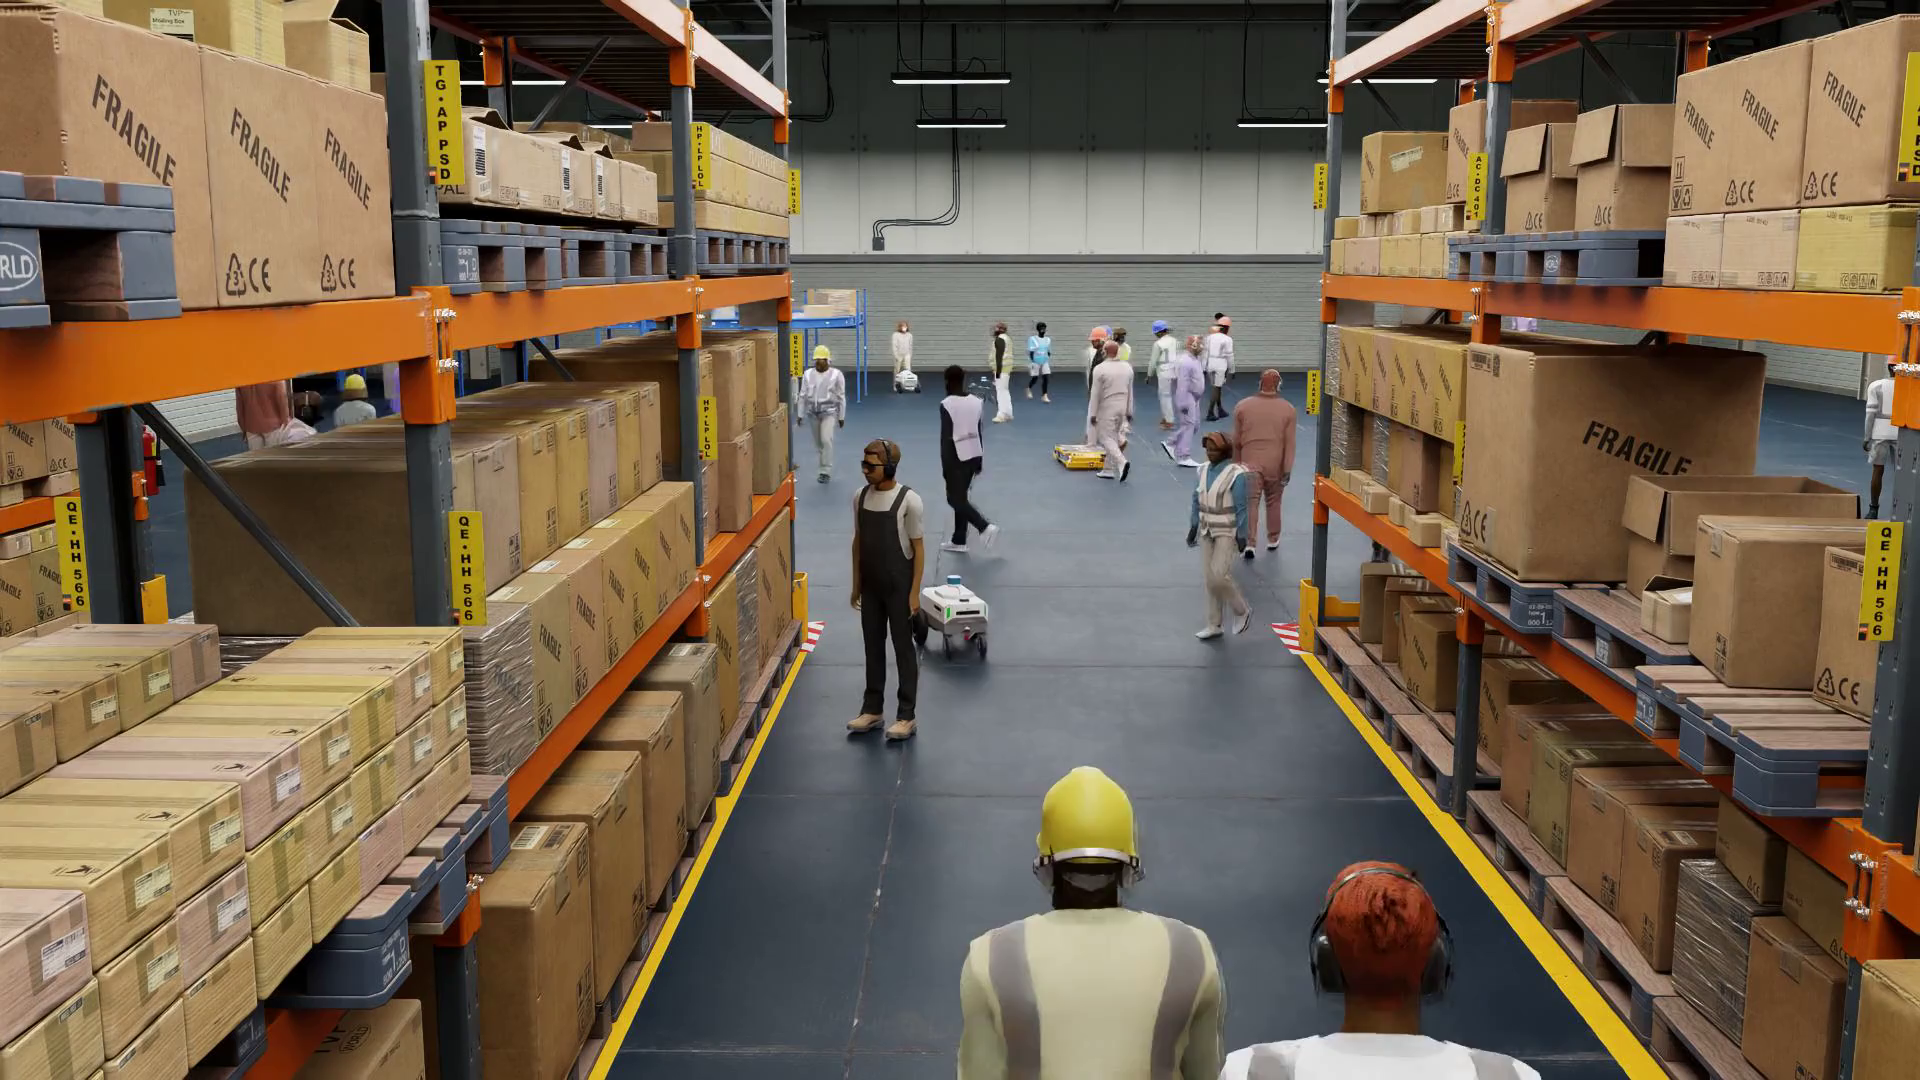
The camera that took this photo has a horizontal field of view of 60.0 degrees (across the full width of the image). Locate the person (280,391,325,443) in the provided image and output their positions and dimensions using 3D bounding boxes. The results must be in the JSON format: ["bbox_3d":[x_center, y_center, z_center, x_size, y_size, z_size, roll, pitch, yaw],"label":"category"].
[{"bbox_3d":[-5.439,-0.352,14.110,0.723,1.817,0.641,-2,10,-13],"label":"person"}]

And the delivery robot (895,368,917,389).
[{"bbox_3d":[-1.214,-3.624,37.344,0.477,0.478,0.707,-3,10,-19],"label":"delivery robot"}]

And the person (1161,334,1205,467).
[{"bbox_3d":[3.216,-2.003,23.814,0.569,1.883,0.671,4,10,21],"label":"person"}]

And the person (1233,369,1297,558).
[{"bbox_3d":[3.021,-0.770,16.556,0.632,1.854,1.030,2,10,14],"label":"person"}]

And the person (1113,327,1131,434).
[{"bbox_3d":[2.616,-2.736,28.437,0.632,1.819,0.822,-4,10,-24],"label":"person"}]

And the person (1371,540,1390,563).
[{"bbox_3d":[3.928,-0.655,15.743,0.532,1.874,1.021,4,10,21],"label":"person"}]

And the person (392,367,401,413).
[{"bbox_3d":[-7.311,-1.690,22.236,0.591,1.788,0.980,5,11,30],"label":"person"}]

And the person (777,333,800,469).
[{"bbox_3d":[-2.605,-1.994,23.698,0.891,1.914,0.637,9,13,43],"label":"person"}]

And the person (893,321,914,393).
[{"bbox_3d":[-1.296,-4.110,37.313,0.504,1.595,0.843,-4,10,-22],"label":"person"}]

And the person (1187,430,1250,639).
[{"bbox_3d":[1.986,-0.037,12.806,0.369,1.624,0.512,-6,11,-30],"label":"person"}]

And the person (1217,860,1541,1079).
[{"bbox_3d":[0.719,1.491,2.925,0.598,1.869,0.442,1,10,6],"label":"person"}]

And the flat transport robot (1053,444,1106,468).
[{"bbox_3d":[1.781,-1.227,24.110,0.652,0.197,1.431,-1,9,-5],"label":"flat transport robot"}]

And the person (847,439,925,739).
[{"bbox_3d":[-0.453,0.294,10.179,0.507,1.842,0.339,6,11,33],"label":"person"}]

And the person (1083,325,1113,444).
[{"bbox_3d":[2.311,-2.494,26.795,0.926,1.917,0.629,-7,12,-35],"label":"person"}]

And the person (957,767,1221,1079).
[{"bbox_3d":[0.283,1.386,3.804,0.617,1.781,0.925,-1,10,-5],"label":"person"}]

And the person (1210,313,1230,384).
[{"bbox_3d":[6.225,-4.603,39.956,0.532,1.693,0.319,-3,10,-19],"label":"person"}]

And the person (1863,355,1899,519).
[{"bbox_3d":[10.459,-1.173,18.683,0.552,1.935,0.373,4,10,24],"label":"person"}]

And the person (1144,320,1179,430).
[{"bbox_3d":[3.514,-2.873,28.984,0.597,1.900,0.643,7,12,36],"label":"person"}]

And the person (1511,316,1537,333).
[{"bbox_3d":[13.708,-4.850,40.392,0.615,2.041,0.392,7,12,37],"label":"person"}]

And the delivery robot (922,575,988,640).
[{"bbox_3d":[-0.044,0.512,12.557,0.477,0.478,0.707,-3,10,-17],"label":"delivery robot"}]

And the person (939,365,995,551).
[{"bbox_3d":[0.075,-0.805,16.627,0.681,1.897,0.627,7,12,37],"label":"person"}]

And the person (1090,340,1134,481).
[{"bbox_3d":[2.052,-1.721,22.168,0.655,1.882,0.833,-6,11,-33],"label":"person"}]

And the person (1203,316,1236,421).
[{"bbox_3d":[4.856,-3.168,30.719,0.837,1.900,0.584,-8,12,-39],"label":"person"}]

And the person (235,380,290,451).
[{"bbox_3d":[-8.029,-1.286,19.223,0.619,1.997,0.404,1,10,5],"label":"person"}]

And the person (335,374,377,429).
[{"bbox_3d":[-6.464,-0.915,17.788,0.487,1.716,0.741,3,10,20],"label":"person"}]

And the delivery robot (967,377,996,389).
[{"bbox_3d":[0.489,-3.249,34.321,0.698,0.223,0.335,-6,11,-32],"label":"delivery robot"}]

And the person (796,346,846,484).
[{"bbox_3d":[-1.865,-1.644,21.902,0.599,1.804,0.757,3,10,20],"label":"person"}]

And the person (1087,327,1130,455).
[{"bbox_3d":[2.080,-2.132,24.323,0.743,1.971,0.629,-2,10,-9],"label":"person"}]

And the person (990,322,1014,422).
[{"bbox_3d":[0.760,-3.082,30.542,0.433,1.807,0.706,2,10,14],"label":"person"}]

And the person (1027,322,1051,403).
[{"bbox_3d":[1.636,-3.709,34.639,0.537,1.673,0.609,-4,10,-24],"label":"person"}]
